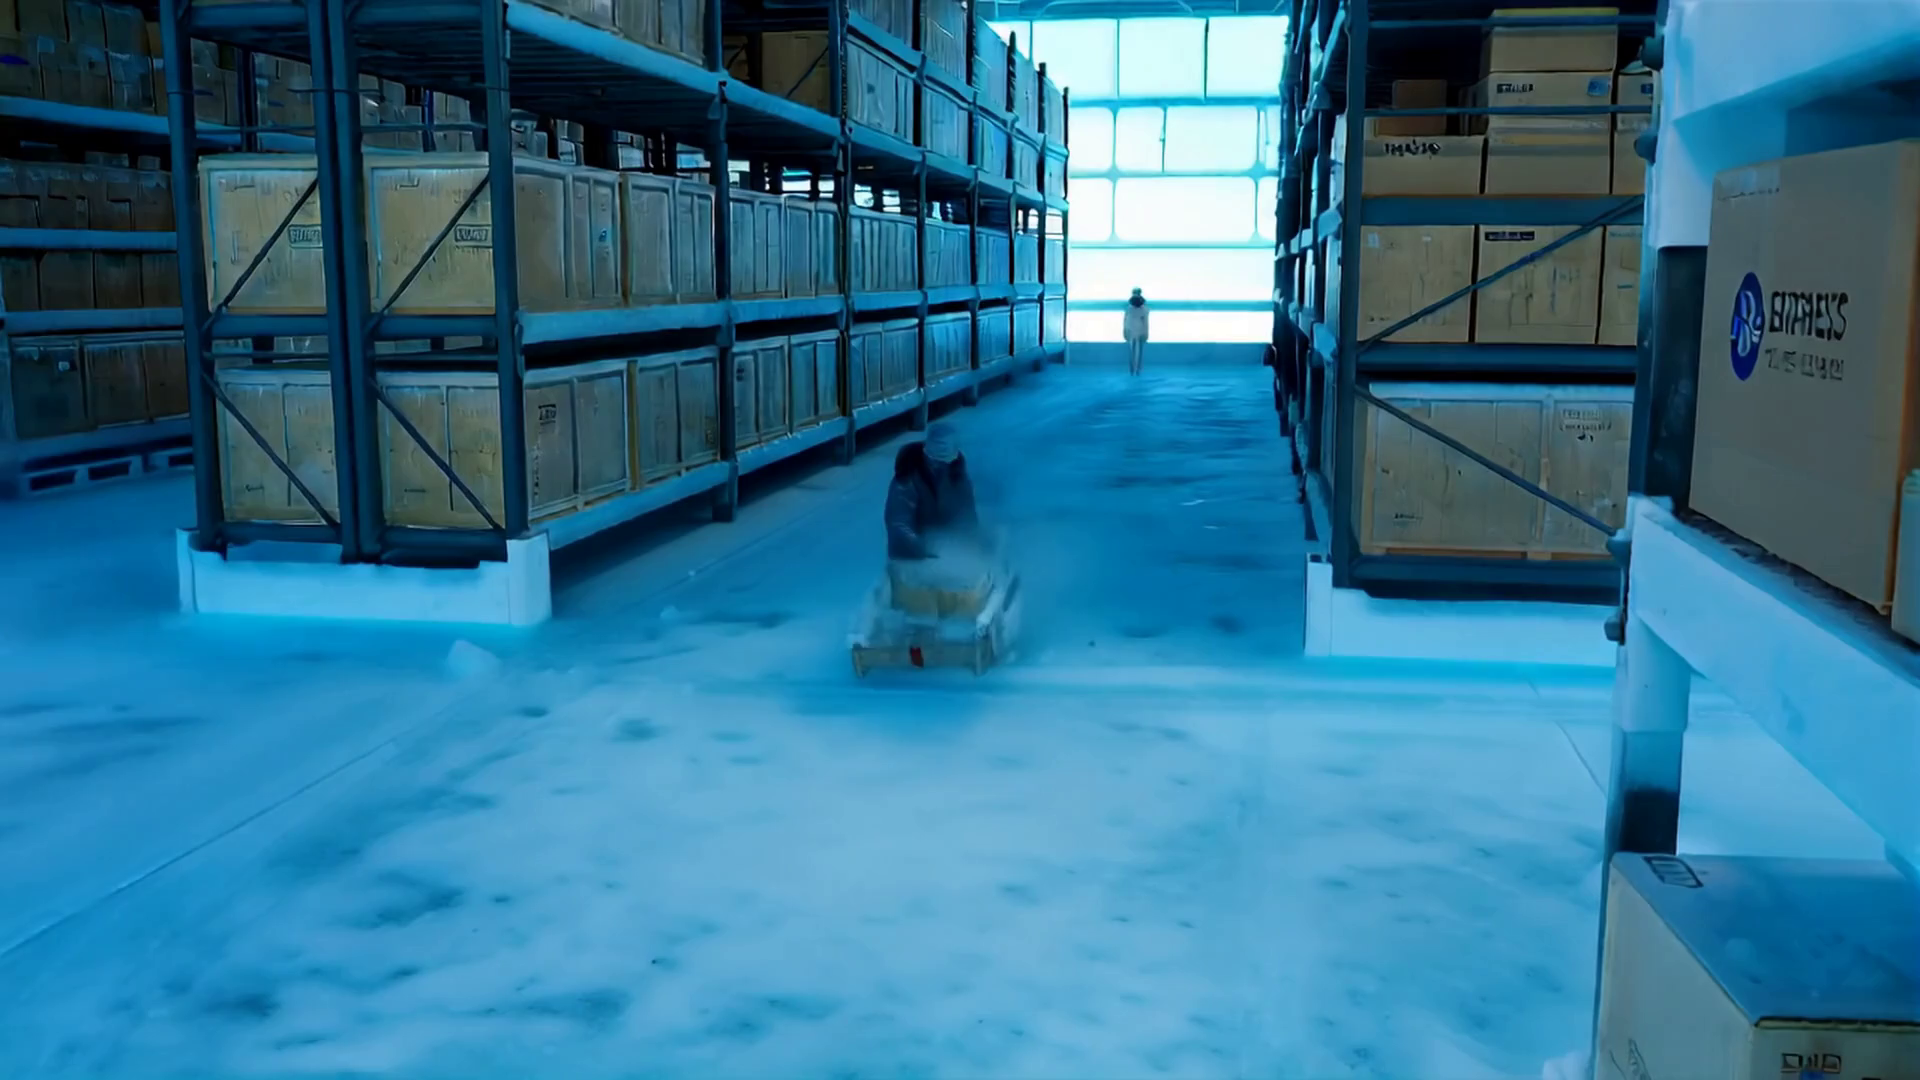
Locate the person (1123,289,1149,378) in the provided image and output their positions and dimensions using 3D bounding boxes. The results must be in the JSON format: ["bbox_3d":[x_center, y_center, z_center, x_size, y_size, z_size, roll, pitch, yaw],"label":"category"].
[{"bbox_3d":[3.403,-3.998,32.148,0.497,1.703,0.890,1,9,7],"label":"person"}]

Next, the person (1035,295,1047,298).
[{"bbox_3d":[1.709,-5.055,38.059,0.882,1.902,0.647,1,9,7],"label":"person"}]

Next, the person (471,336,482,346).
[{"bbox_3d":[-5.823,-2.310,21.088,0.670,1.885,0.582,1,9,7],"label":"person"}]
